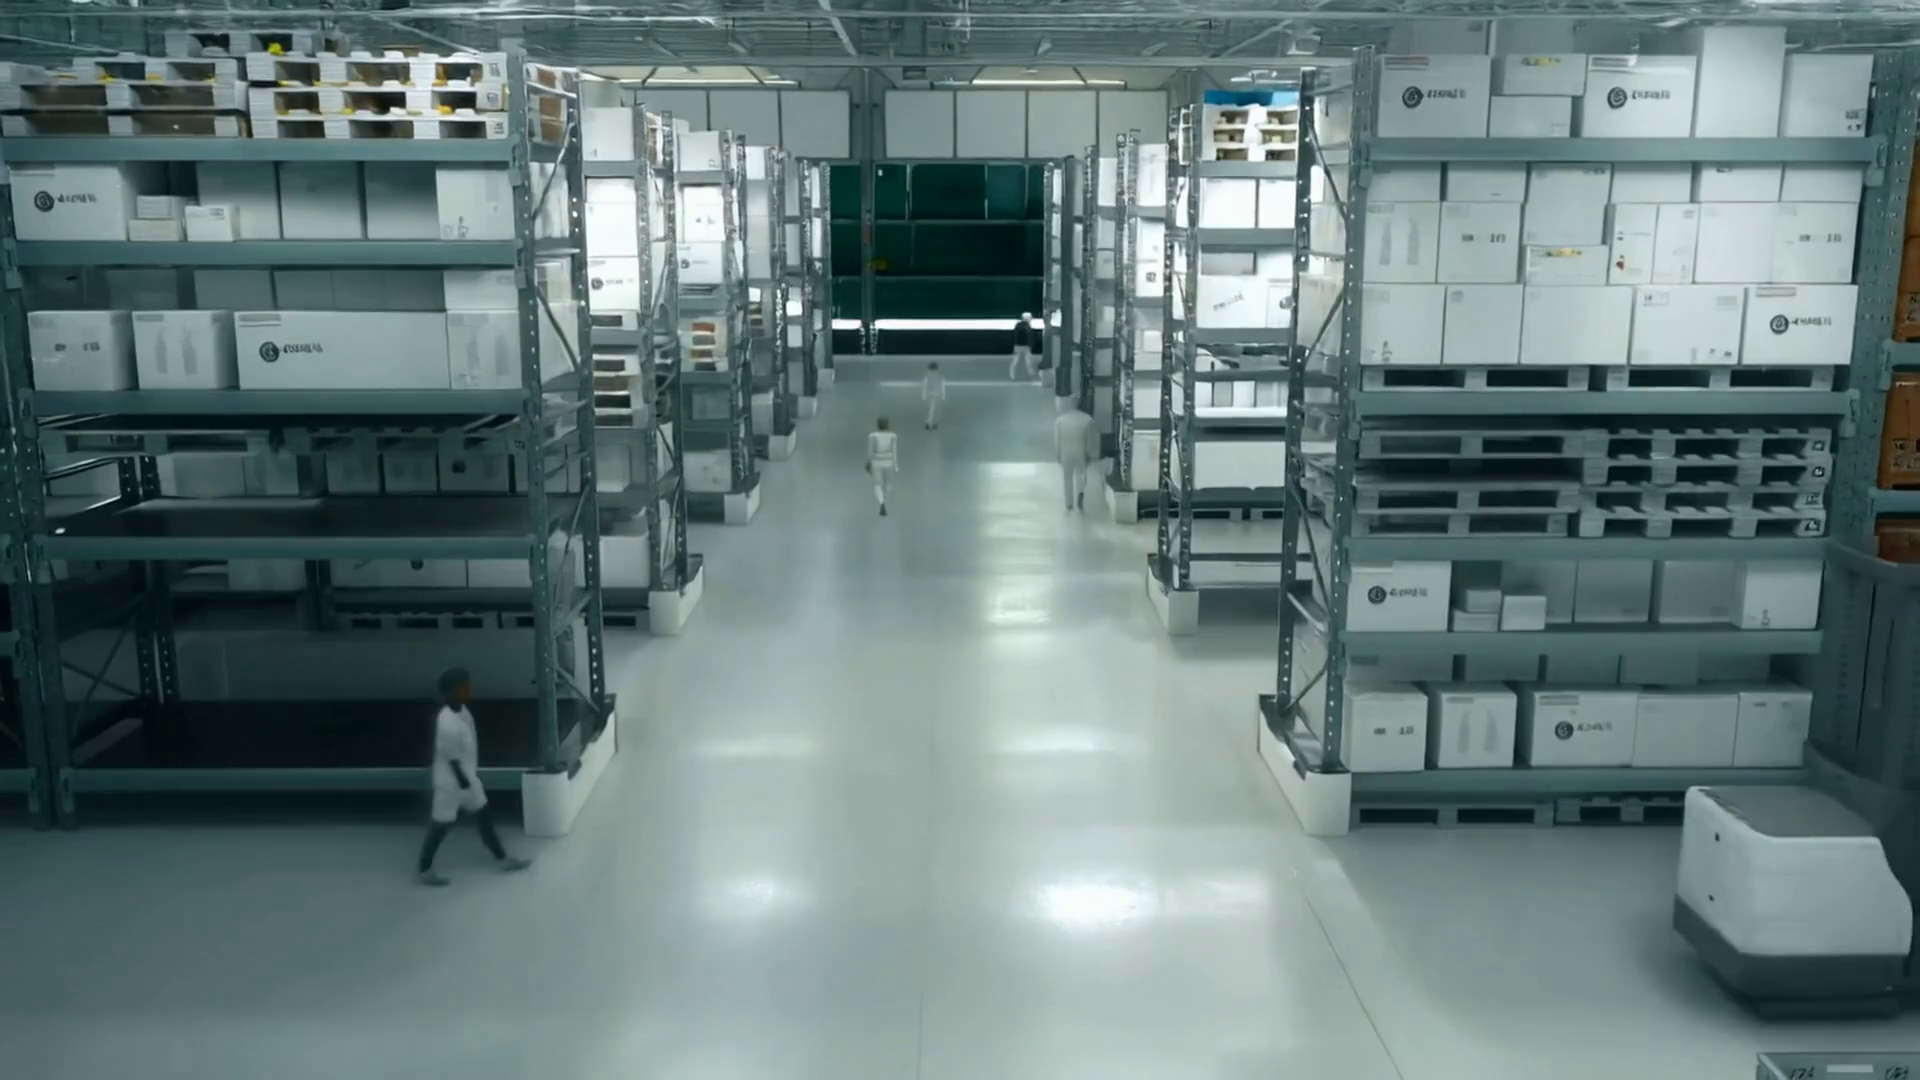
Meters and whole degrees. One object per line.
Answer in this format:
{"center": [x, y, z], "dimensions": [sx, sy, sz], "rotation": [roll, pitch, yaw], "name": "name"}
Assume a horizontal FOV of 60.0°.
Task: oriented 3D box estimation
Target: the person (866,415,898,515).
{"center": [-1.236, -1.192, 26.740], "dimensions": [0.523, 1.619, 0.612], "rotation": [-3, 12, -16], "name": "person"}

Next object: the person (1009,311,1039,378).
{"center": [1.835, -5.645, 48.067], "dimensions": [1.056, 1.920, 0.694], "rotation": [-9, 14, -37], "name": "person"}

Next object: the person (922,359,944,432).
{"center": [-0.631, -3.197, 36.727], "dimensions": [0.507, 1.604, 0.792], "rotation": [6, 13, 26], "name": "person"}

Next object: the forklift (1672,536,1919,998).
{"center": [5.809, 1.415, 10.689], "dimensions": [1.873, 2.768, 1.129], "rotation": [0, 11, -1], "name": "forklift"}

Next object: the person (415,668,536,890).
{"center": [-3.611, 1.738, 12.127], "dimensions": [0.842, 1.646, 0.540], "rotation": [0, 11, -2], "name": "person"}

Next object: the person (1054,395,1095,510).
{"center": [1.868, -1.428, 27.239], "dimensions": [0.666, 1.891, 0.441], "rotation": [0, 11, 0], "name": "person"}

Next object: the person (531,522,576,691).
{"center": [-4.200, 0.584, 17.147], "dimensions": [0.627, 1.940, 0.371], "rotation": [11, 16, 43], "name": "person"}
